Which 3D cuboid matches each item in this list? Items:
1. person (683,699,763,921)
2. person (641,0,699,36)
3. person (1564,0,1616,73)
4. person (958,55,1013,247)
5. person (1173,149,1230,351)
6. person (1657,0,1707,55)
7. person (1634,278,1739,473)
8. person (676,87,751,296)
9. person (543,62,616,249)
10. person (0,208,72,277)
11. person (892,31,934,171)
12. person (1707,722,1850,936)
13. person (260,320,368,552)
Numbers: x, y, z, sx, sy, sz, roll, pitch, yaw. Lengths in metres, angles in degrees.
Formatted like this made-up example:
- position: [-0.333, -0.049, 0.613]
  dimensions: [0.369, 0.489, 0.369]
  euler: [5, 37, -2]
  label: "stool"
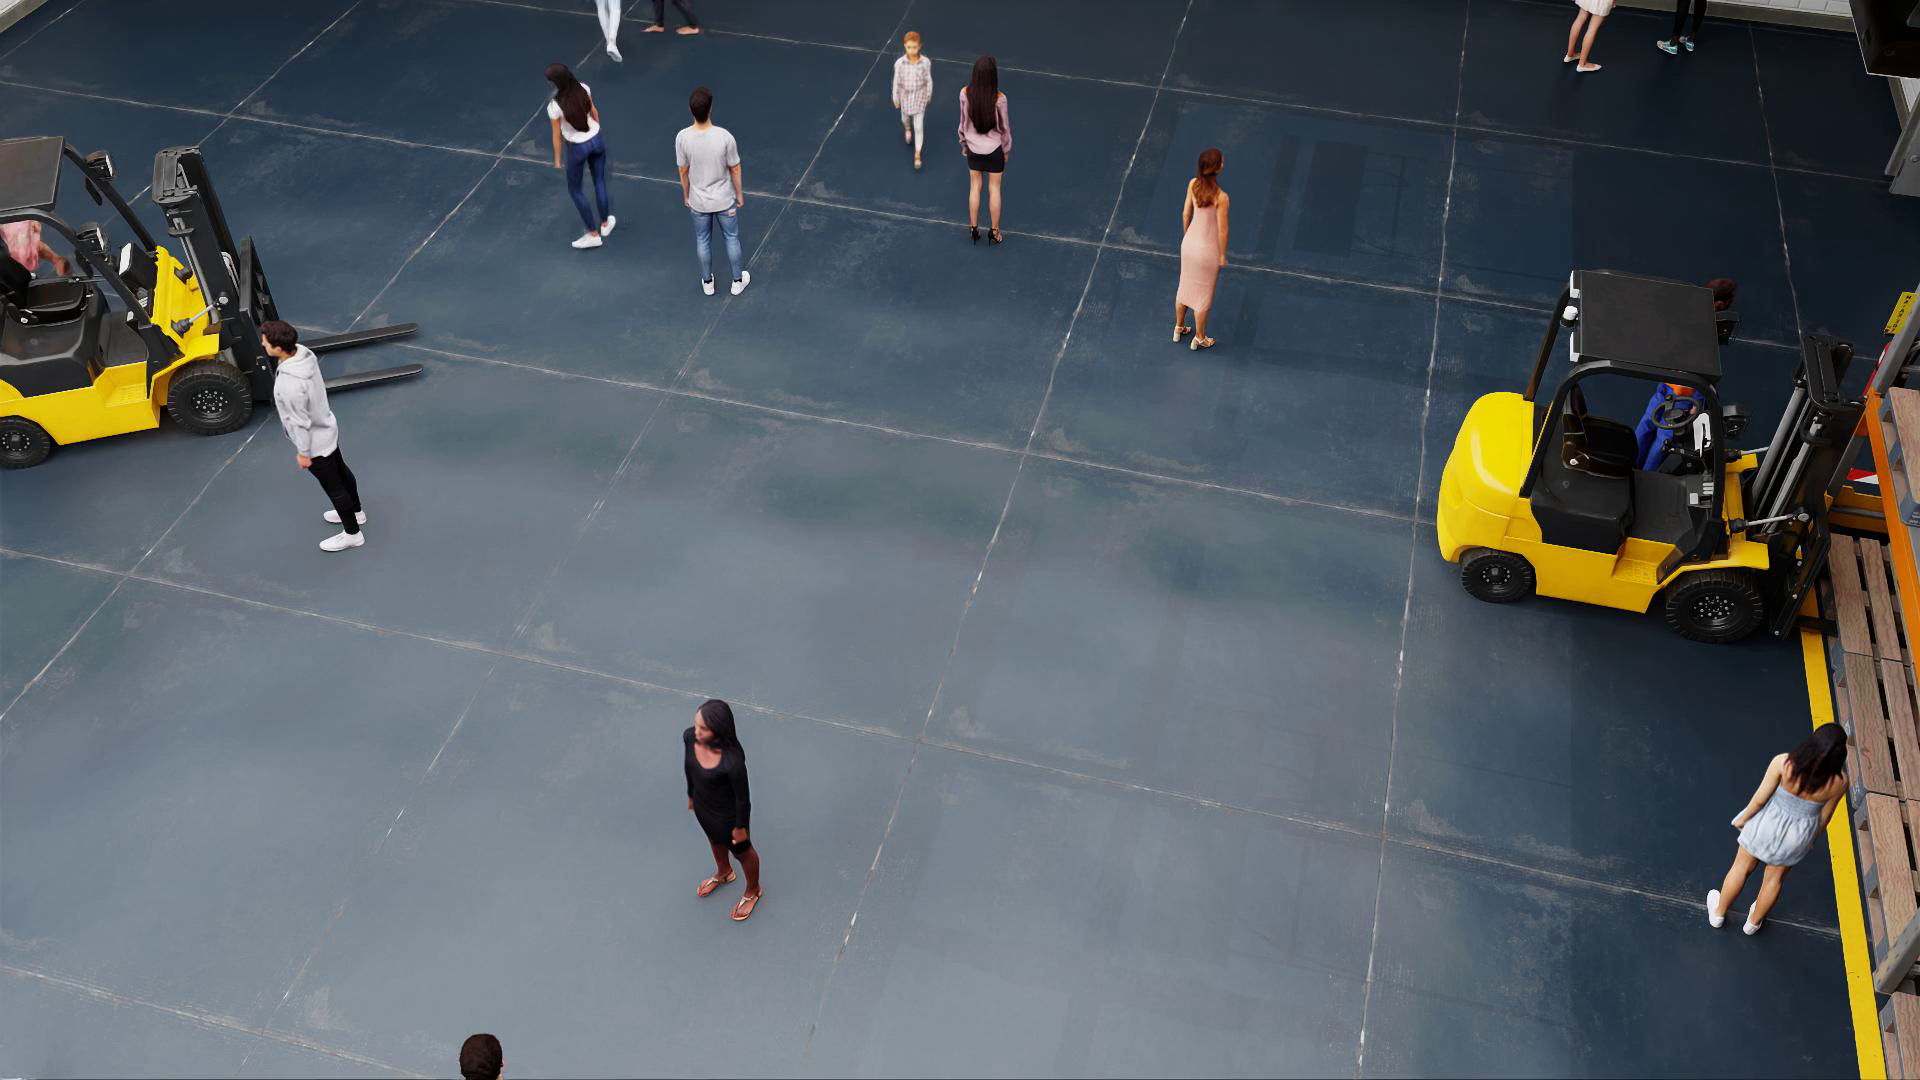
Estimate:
- position: [-1.354, 1.516, 9.450]
  dimensions: [0.682, 1.720, 0.652]
  euler: [29, 50, 27]
  label: "person"
- position: [-3.031, -6.095, 17.457]
  dimensions: [0.901, 1.694, 0.899]
  euler: [0, 44, 0]
  label: "person"
- position: [6.530, -5.642, 16.969]
  dimensions: [0.710, 1.711, 0.623]
  euler: [-14, 45, -14]
  label: "person"
- position: [0.222, -3.387, 14.530]
  dimensions: [0.629, 1.811, 0.539]
  euler: [14, 45, 14]
  label: "person"
- position: [1.944, -2.340, 13.416]
  dimensions: [0.670, 1.832, 0.656]
  euler: [-33, 53, -30]
  label: "person"
- position: [7.662, -5.922, 17.191]
  dimensions: [0.698, 1.810, 0.704]
  euler: [-12, 45, -12]
  label: "person"
- position: [5.260, -1.133, 12.126]
  dimensions: [0.842, 1.862, 0.695]
  euler: [-6, 44, -6]
  label: "person"
- position: [-2.090, -2.912, 13.977]
  dimensions: [0.730, 1.887, 0.654]
  euler: [0, 44, 0]
  label: "person"
- position: [-3.268, -3.431, 14.620]
  dimensions: [0.743, 1.751, 0.862]
  euler: [-20, 47, -20]
  label: "person"
- position: [-7.928, -2.731, 13.958]
  dimensions: [0.641, 1.651, 1.068]
  euler: [8, 44, 8]
  label: "person"
- position: [-0.455, -4.251, 15.816]
  dimensions: [0.734, 1.287, 1.004]
  euler: [-2, 44, -2]
  label: "person"
- position: [4.601, 1.618, 9.336]
  dimensions: [0.606, 1.730, 0.551]
  euler: [15, 46, 15]
  label: "person"
- position: [-4.518, -0.754, 11.679]
  dimensions: [0.832, 1.930, 0.697]
  euler: [-7, 44, -7]
  label: "person"
